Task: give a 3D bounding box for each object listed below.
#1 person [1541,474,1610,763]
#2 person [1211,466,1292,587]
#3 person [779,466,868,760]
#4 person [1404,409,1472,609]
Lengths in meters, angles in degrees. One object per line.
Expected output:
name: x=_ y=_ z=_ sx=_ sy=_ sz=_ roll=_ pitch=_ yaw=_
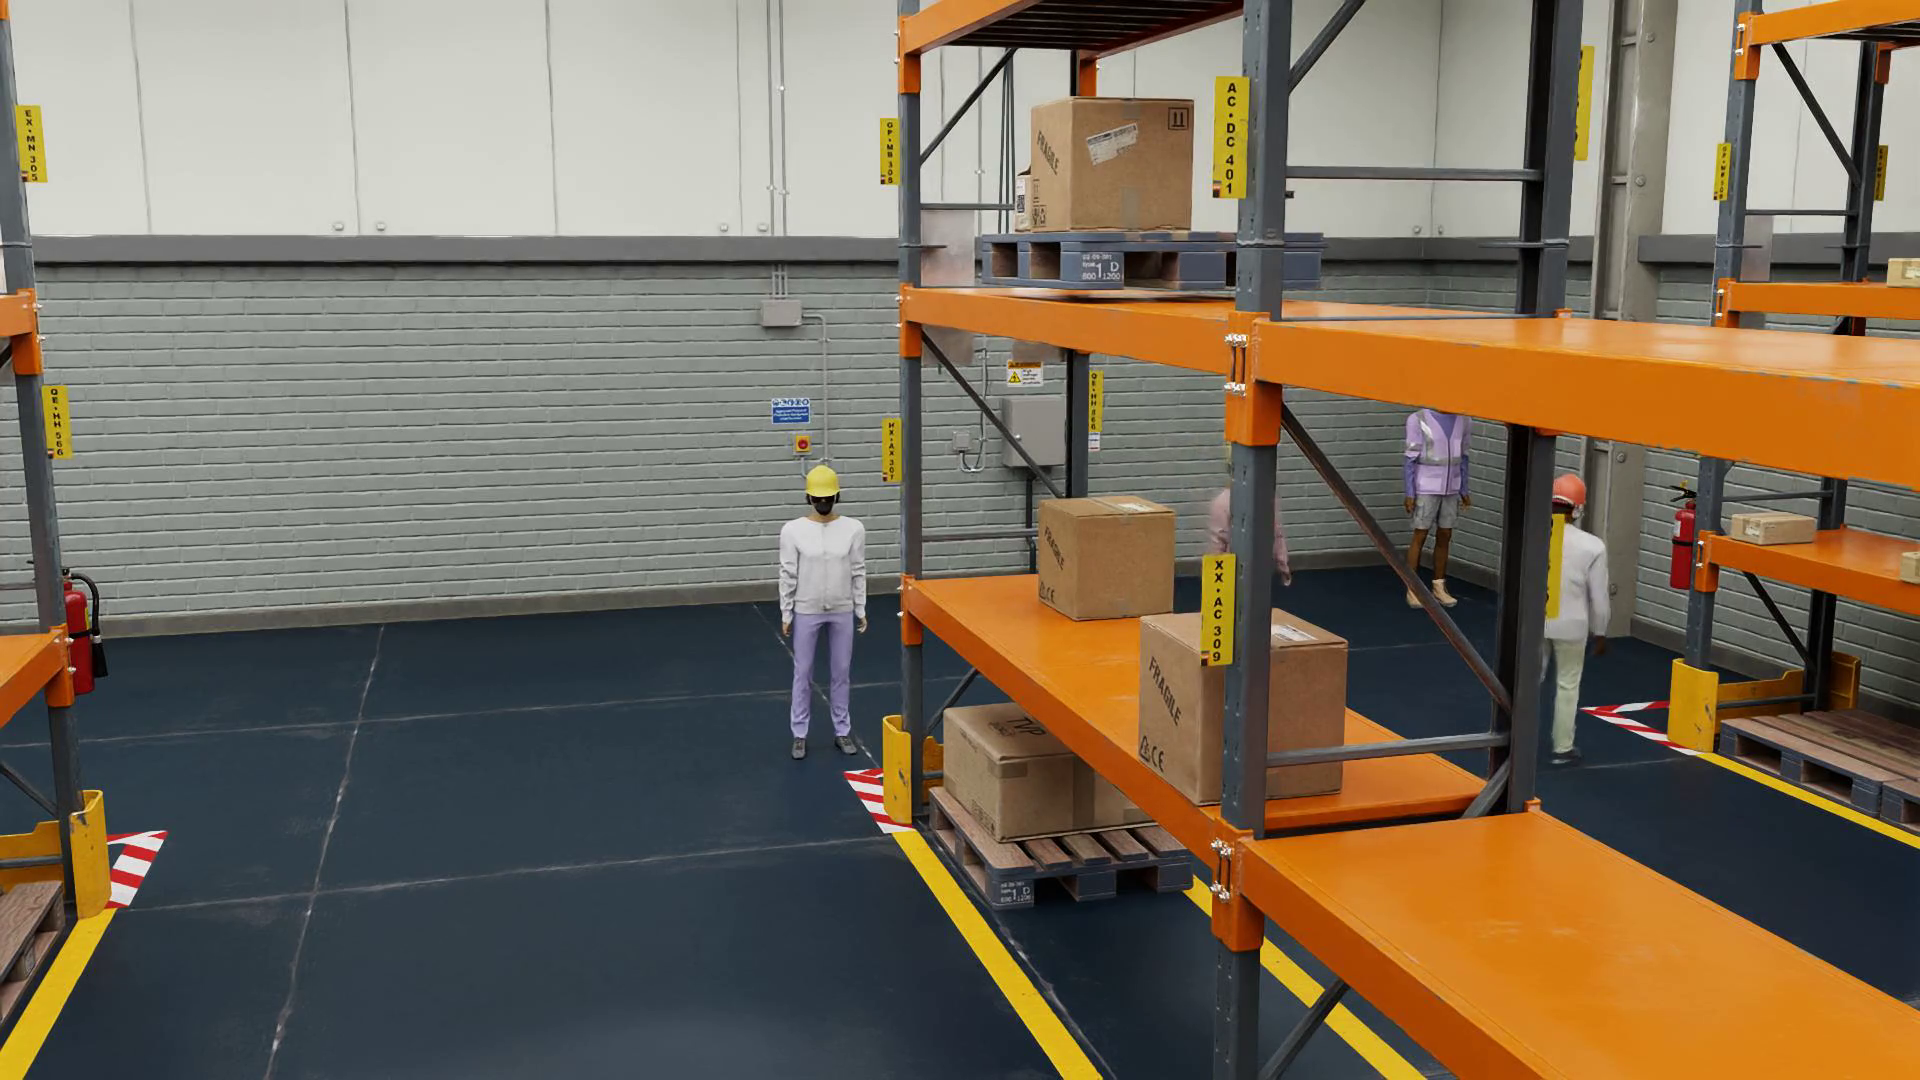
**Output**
person: x=3.473 y=0.479 z=9.701 sx=0.588 sy=1.736 sz=0.574 roll=9 pitch=13 yaw=41
person: x=1.947 y=0.175 z=11.462 sx=0.532 sy=1.729 sz=0.870 roll=-5 pitch=11 yaw=-28
person: x=-0.806 y=0.431 z=9.900 sx=0.533 sy=1.767 sz=0.326 roll=-3 pitch=10 yaw=-16
person: x=4.042 y=-0.431 z=14.021 sx=0.615 sy=2.040 sz=0.391 roll=-3 pitch=10 yaw=-16
